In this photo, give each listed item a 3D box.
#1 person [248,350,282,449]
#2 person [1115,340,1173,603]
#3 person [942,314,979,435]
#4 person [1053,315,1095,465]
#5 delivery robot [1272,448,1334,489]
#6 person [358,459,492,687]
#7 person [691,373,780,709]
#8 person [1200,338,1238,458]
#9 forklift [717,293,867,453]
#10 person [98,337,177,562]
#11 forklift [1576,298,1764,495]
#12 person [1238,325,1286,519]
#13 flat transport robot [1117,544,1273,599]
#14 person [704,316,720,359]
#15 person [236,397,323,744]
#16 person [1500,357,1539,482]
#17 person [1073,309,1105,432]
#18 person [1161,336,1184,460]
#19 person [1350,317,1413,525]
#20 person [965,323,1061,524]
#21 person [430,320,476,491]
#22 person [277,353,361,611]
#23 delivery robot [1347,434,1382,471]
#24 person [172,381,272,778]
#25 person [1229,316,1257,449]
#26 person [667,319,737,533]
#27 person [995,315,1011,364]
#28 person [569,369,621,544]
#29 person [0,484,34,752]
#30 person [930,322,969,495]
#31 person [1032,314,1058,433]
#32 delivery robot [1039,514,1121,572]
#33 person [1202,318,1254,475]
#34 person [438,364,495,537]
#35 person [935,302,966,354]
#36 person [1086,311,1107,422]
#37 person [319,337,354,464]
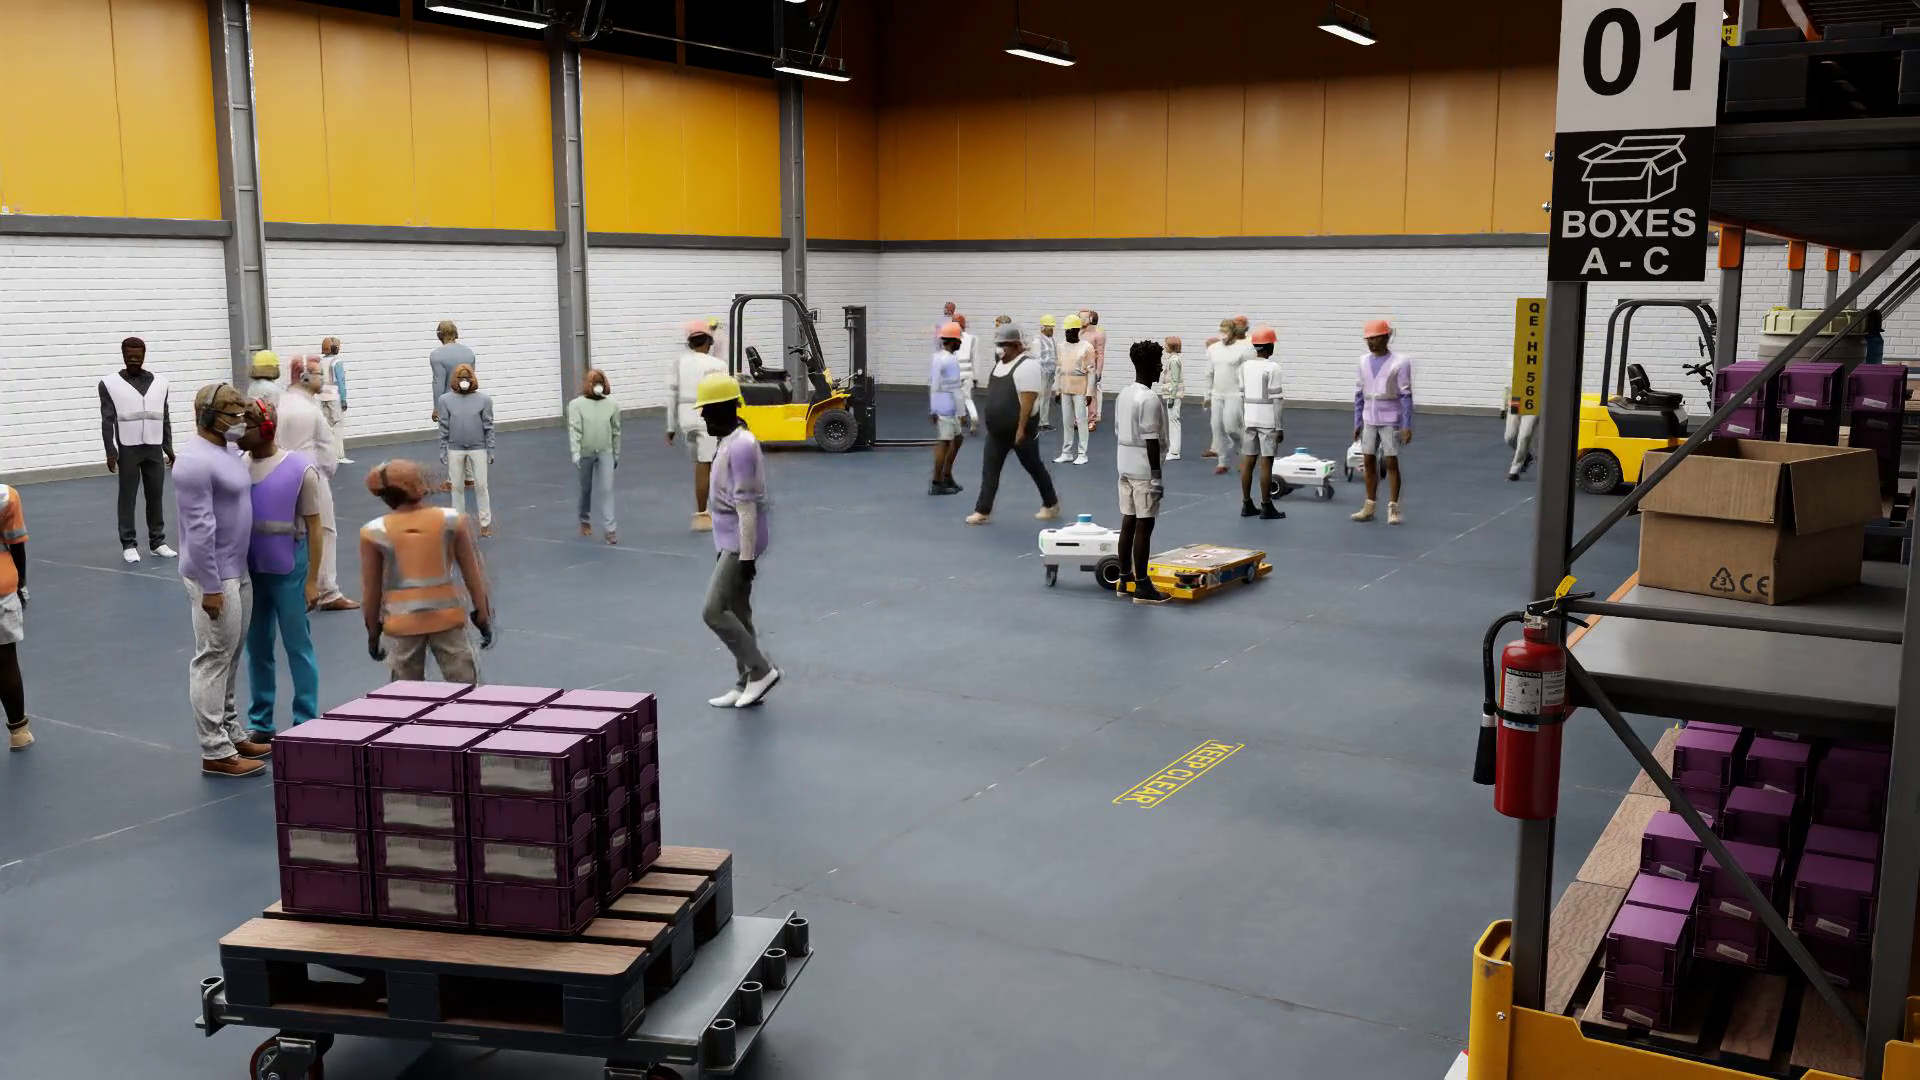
[{"bbox_3d":[-6.583,-0.947,15.877,0.509,1.729,0.370,8,12,40],"label":"person"},{"bbox_3d":[1.366,-0.513,12.452,0.368,1.966,0.603,-3,10,-18],"label":"person"},{"bbox_3d":[0.018,-2.455,24.903,0.590,1.860,0.729,-4,10,-23],"label":"person"},{"bbox_3d":[1.457,-1.930,21.421,0.594,1.924,0.378,8,12,43],"label":"person"},{"bbox_3d":[3.707,-0.765,18.126,0.707,0.478,0.477,4,10,25],"label":"delivery robot"},{"bbox_3d":[-2.434,0.420,7.740,0.656,1.605,0.385,-5,10,-27],"label":"person"},{"bbox_3d":[-1.281,0.016,9.333,0.423,1.902,0.609,-2,9,-13],"label":"person"},{"bbox_3d":[3.506,-1.879,22.068,0.547,1.605,0.550,2,9,14],"label":"person"},{"bbox_3d":[-2.458,-2.344,23.176,2.313,2.155,1.214,0,9,-2],"label":"forklift"},{"bbox_3d":[-7.049,-0.782,14.280,0.379,1.917,0.597,7,11,36],"label":"person"},{"bbox_3d":[7.954,-1.589,18.462,2.313,2.155,1.214,5,11,30],"label":"forklift"},{"bbox_3d":[3.036,-1.179,16.685,0.347,1.943,0.545,-7,11,-37],"label":"person"},{"bbox_3d":[1.866,0.231,13.086,0.652,0.197,1.431,6,11,34],"label":"flat transport robot"},{"bbox_3d":[-4.105,-2.804,27.415,0.356,1.753,0.539,1,9,5],"label":"person"},{"bbox_3d":[-3.505,0.184,8.505,0.564,1.838,0.391,2,9,14],"label":"person"},{"bbox_3d":[6.746,-1.576,19.695,0.618,1.782,0.599,9,13,44],"label":"person"},{"bbox_3d":[1.919,-2.644,25.933,0.650,1.911,0.409,5,10,28],"label":"person"},{"bbox_3d":[2.802,-1.869,21.938,0.306,1.639,0.523,1,9,6],"label":"person"},{"bbox_3d":[4.142,-1.153,16.327,0.421,2.025,0.684,-8,12,-41],"label":"person"},{"bbox_3d":[0.563,-1.187,16.430,1.052,2.000,0.679,-8,12,-41],"label":"person"},{"bbox_3d":[-5.733,-1.515,18.814,0.378,1.934,0.629,5,10,27],"label":"person"},{"bbox_3d":[-4.779,-0.400,12.004,0.718,1.892,0.648,-5,10,-27],"label":"person"},{"bbox_3d":[4.817,-1.031,19.787,0.477,0.478,0.707,3,10,19],"label":"delivery robot"},{"bbox_3d":[-3.623,0.190,8.173,0.371,1.933,0.627,-2,9,-10],"label":"person"},{"bbox_3d":[3.899,-2.193,23.280,0.583,1.866,0.419,4,10,22],"label":"person"},{"bbox_3d":[-2.433,-1.087,15.888,0.774,2.008,0.645,4,10,24],"label":"person"},{"bbox_3d":[0.675,-2.416,24.725,0.345,1.841,0.506,-3,10,-20],"label":"person"},{"bbox_3d":[-3.375,-0.793,15.373,0.494,1.592,0.865,-4,10,-23],"label":"person"},{"bbox_3d":[-5.005,0.265,8.431,0.535,1.700,0.318,-6,11,-31],"label":"person"},{"bbox_3d":[-0.088,-1.449,18.430,0.569,1.918,0.548,-3,10,-17],"label":"person"},{"bbox_3d":[1.327,-2.577,25.761,0.403,1.828,0.597,5,10,27],"label":"person"},{"bbox_3d":[0.977,0.040,13.101,0.707,0.478,0.477,1,9,7],"label":"delivery robot"},{"bbox_3d":[3.262,-1.734,20.238,0.633,1.924,0.474,9,13,44],"label":"person"},{"bbox_3d":[-4.580,-0.824,15.469,0.505,1.629,0.280,-2,9,-10],"label":"person"},{"bbox_3d":[-0.198,-3.650,32.203,0.651,1.913,0.410,-4,10,-21],"label":"person"},{"bbox_3d":[2.161,-2.864,27.516,0.429,1.845,0.621,6,11,33],"label":"person"},{"bbox_3d":[-8.093,-1.792,21.459,0.522,1.638,0.311,6,11,35],"label":"person"}]
